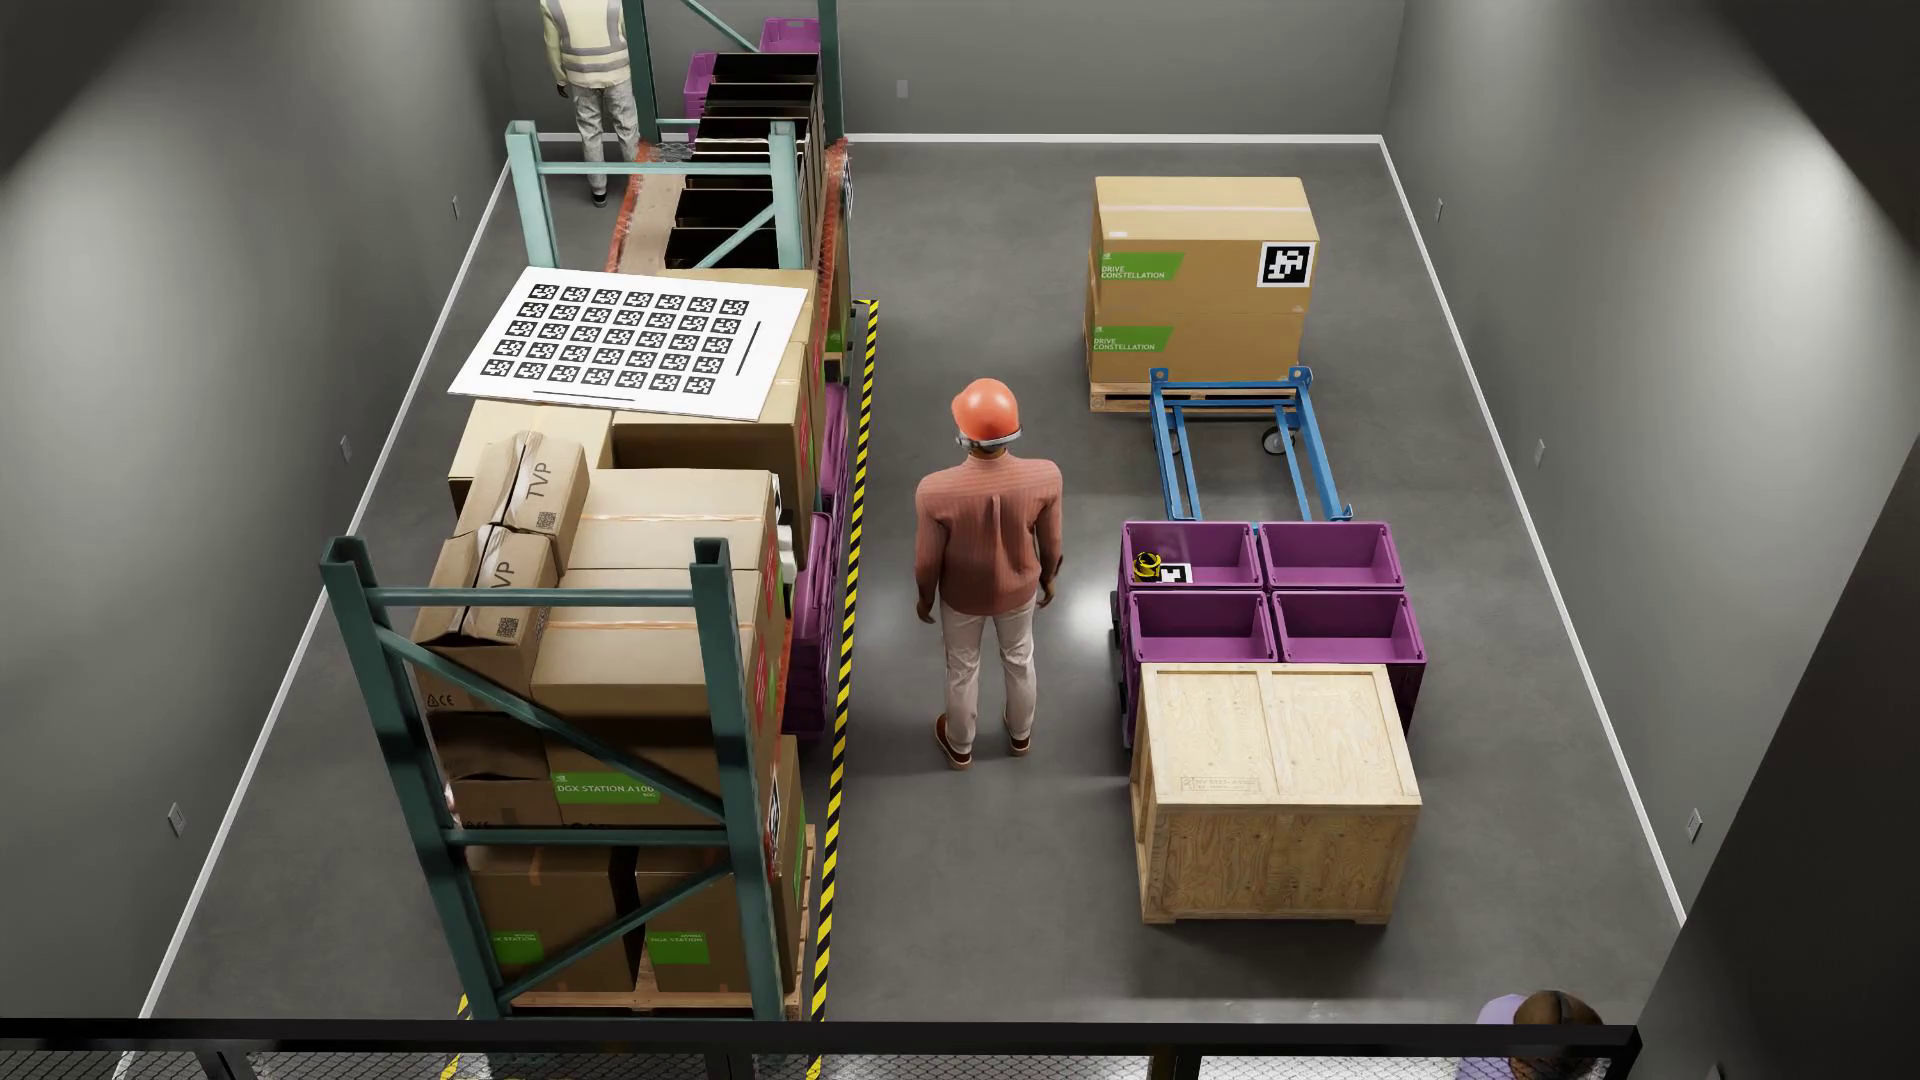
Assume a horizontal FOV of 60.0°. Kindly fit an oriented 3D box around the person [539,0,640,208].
[{"bbox_3d":[-2.308,-2.993,10.609,0.591,1.829,0.404,-4,41,-4],"label":"person"}]

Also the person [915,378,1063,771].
[{"bbox_3d":[0.114,0.171,6.874,0.622,1.997,0.372,-9,42,-11],"label":"person"}]

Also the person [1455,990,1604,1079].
[{"bbox_3d":[1.533,1.933,4.910,0.371,1.939,0.627,11,43,13],"label":"person"}]
